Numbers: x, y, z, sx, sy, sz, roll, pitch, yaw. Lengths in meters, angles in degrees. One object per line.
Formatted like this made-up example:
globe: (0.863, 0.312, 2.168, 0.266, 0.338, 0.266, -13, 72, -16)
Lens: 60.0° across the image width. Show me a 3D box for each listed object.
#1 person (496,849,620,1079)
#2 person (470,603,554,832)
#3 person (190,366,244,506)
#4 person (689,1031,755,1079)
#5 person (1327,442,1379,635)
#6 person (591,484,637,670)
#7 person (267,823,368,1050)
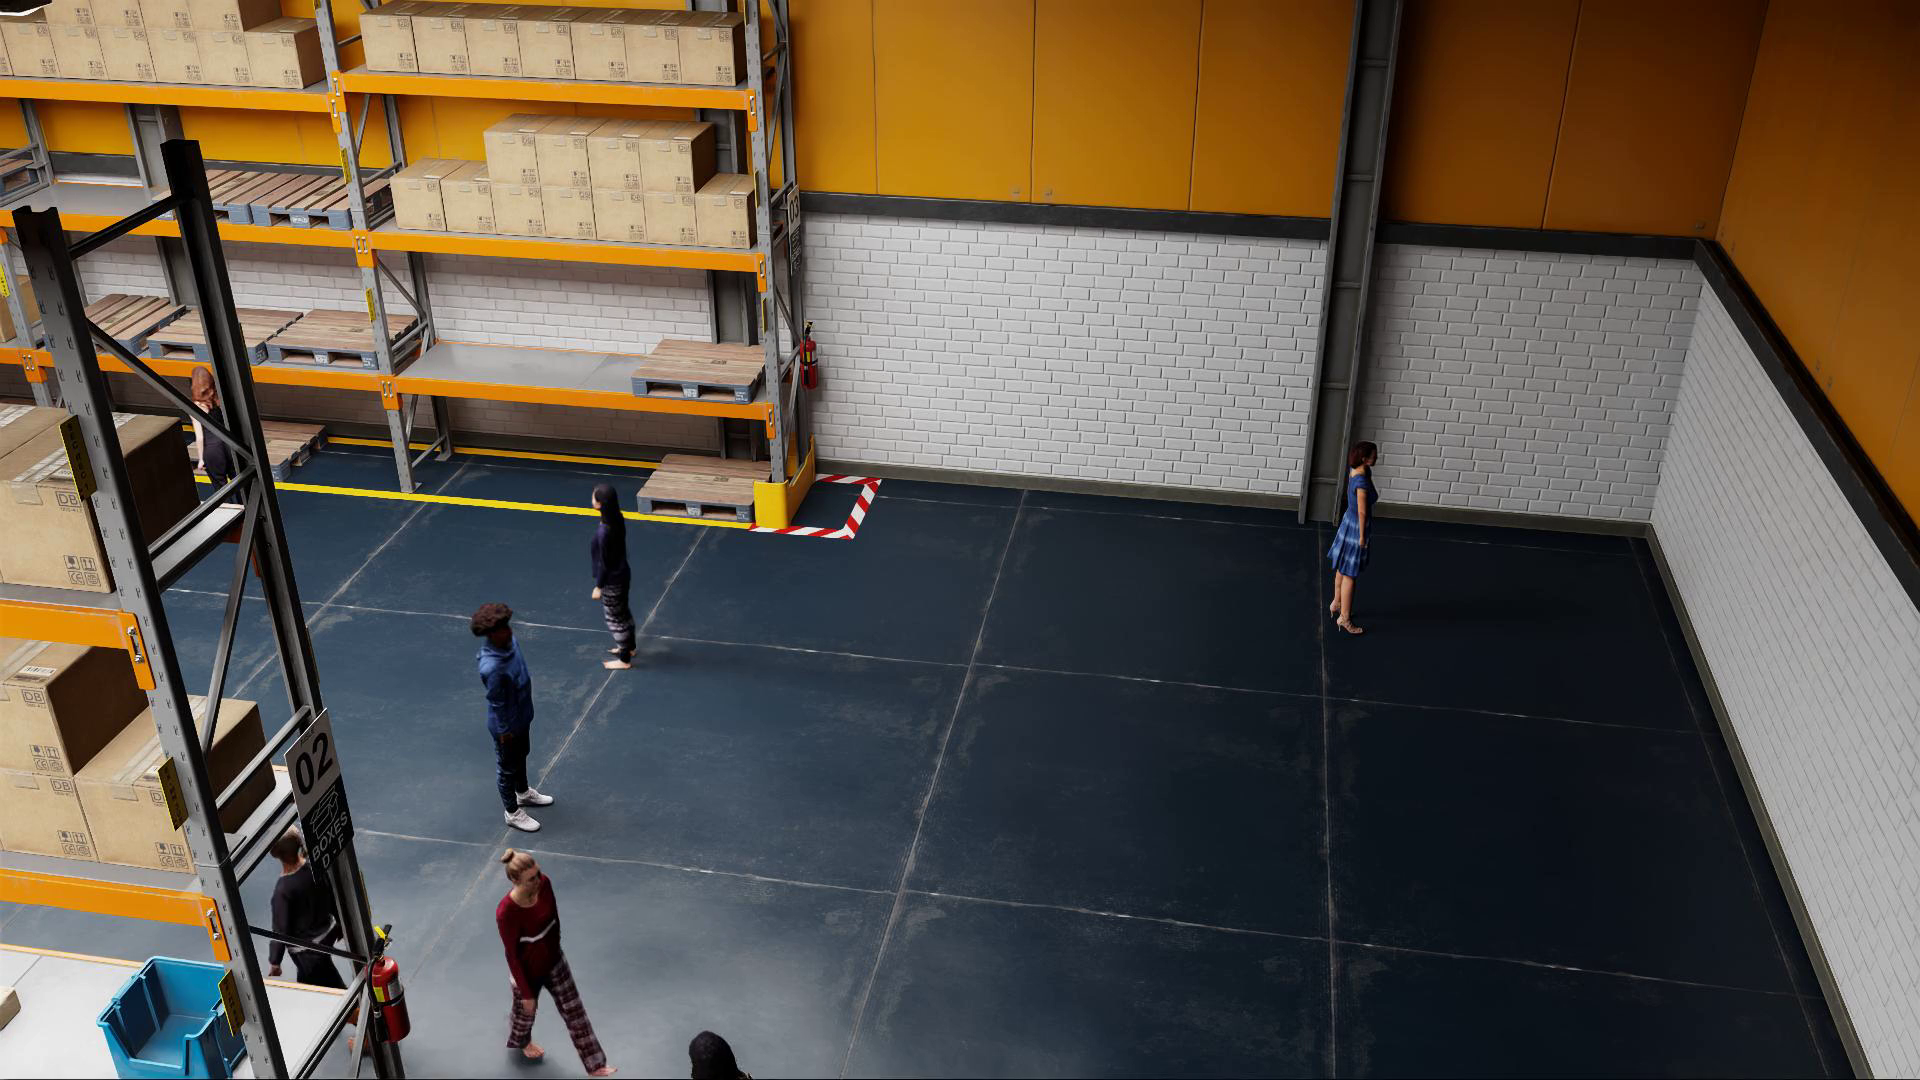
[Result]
person: (-2.595, 2.531, 9.963, 1.150, 1.659, 0.890, 16, 32, 26)
person: (-3.288, 1.261, 12.128, 0.588, 1.814, 0.678, 3, 29, 6)
person: (-7.165, -0.871, 16.106, 0.647, 1.747, 0.656, 18, 33, 29)
person: (-1.146, 3.308, 8.451, 1.115, 1.742, 1.200, -20, 34, -32)
person: (3.456, -0.039, 14.519, 0.629, 1.806, 0.708, -1, 29, -1)
person: (-2.896, 0.303, 13.968, 0.523, 1.734, 0.606, 4, 29, 7)
person: (-3.861, 2.441, 10.102, 1.065, 1.682, 0.646, 5, 29, 9)
